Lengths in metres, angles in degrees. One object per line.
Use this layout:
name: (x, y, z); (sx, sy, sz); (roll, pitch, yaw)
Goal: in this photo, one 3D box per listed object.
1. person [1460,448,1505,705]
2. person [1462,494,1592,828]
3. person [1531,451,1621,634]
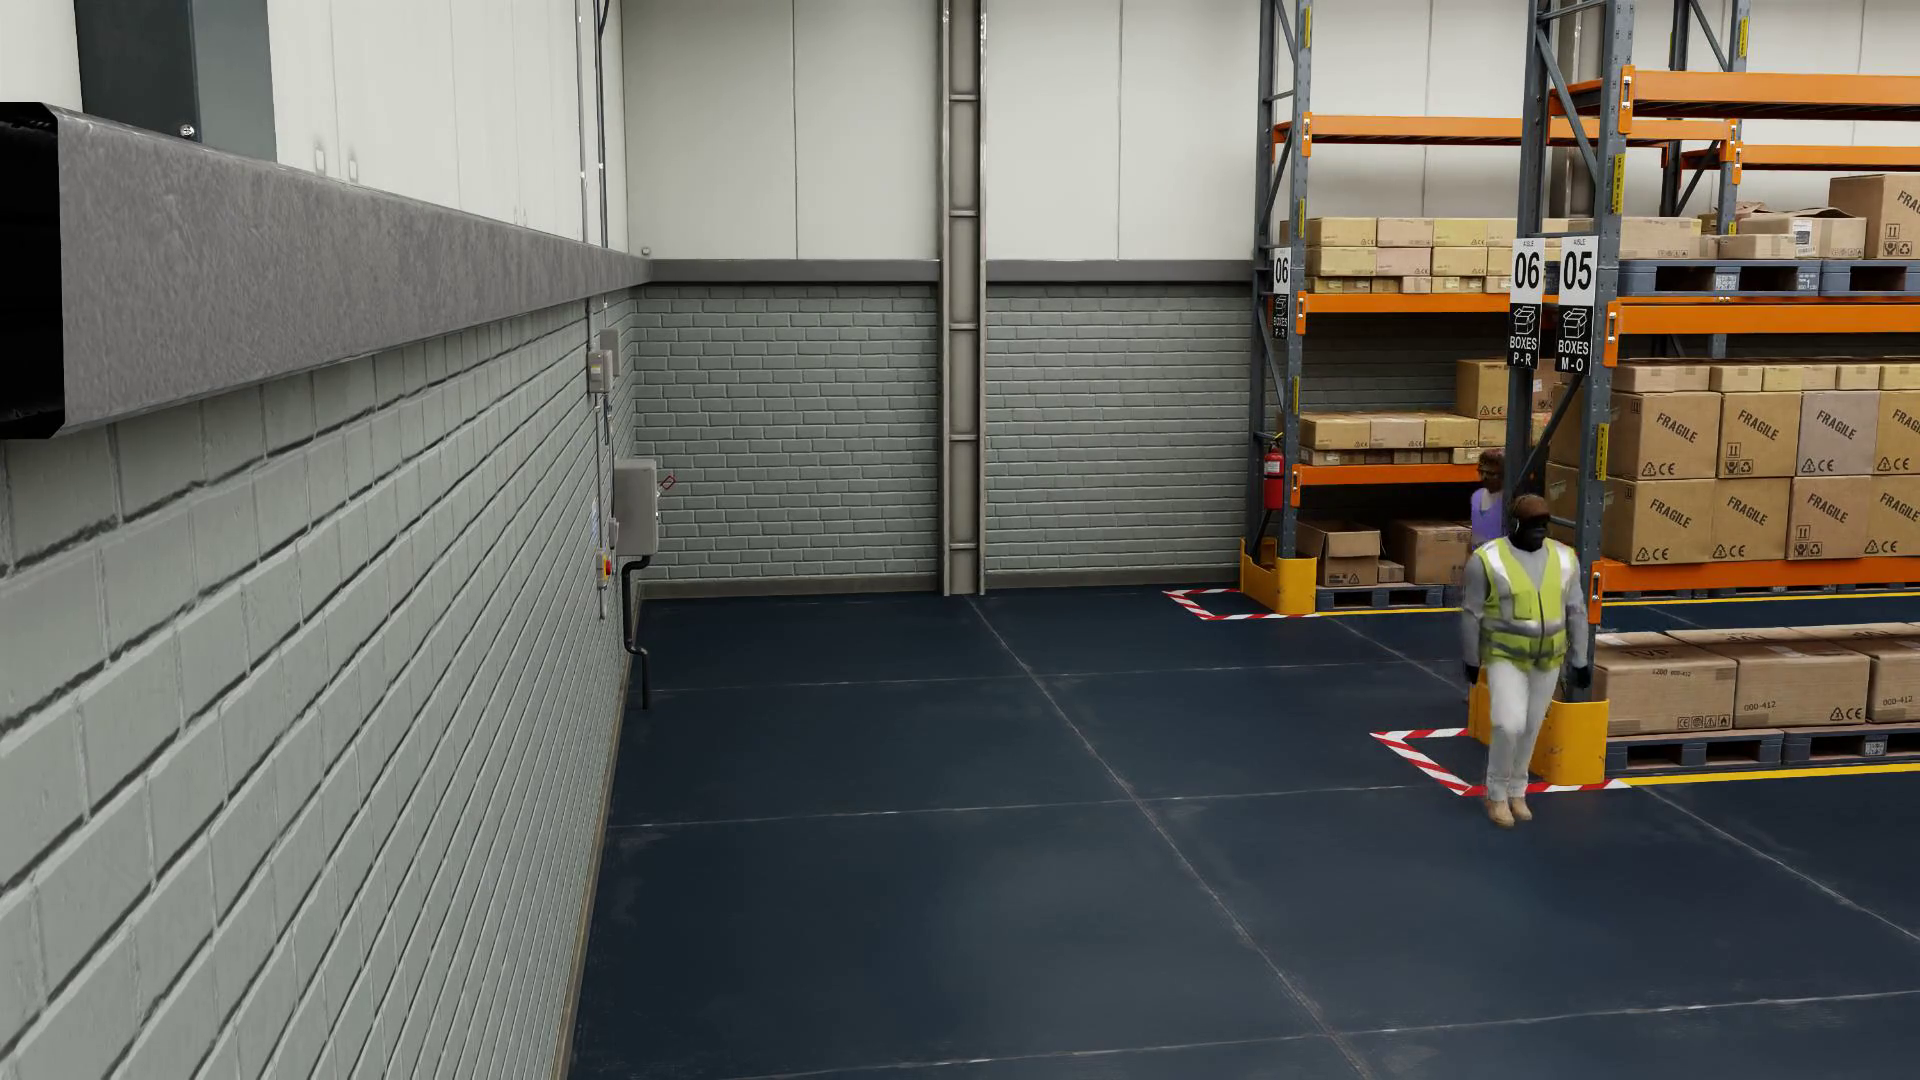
person: (3.682, 0.269, 11.504); (0.456, 1.818, 0.618); (-2, 9, -12)
person: (3.109, 0.663, 9.067); (0.629, 1.823, 0.560); (-1, 9, -9)
person: (4.779, -0.054, 13.145); (1.039, 1.935, 0.652); (-1, 9, -3)
